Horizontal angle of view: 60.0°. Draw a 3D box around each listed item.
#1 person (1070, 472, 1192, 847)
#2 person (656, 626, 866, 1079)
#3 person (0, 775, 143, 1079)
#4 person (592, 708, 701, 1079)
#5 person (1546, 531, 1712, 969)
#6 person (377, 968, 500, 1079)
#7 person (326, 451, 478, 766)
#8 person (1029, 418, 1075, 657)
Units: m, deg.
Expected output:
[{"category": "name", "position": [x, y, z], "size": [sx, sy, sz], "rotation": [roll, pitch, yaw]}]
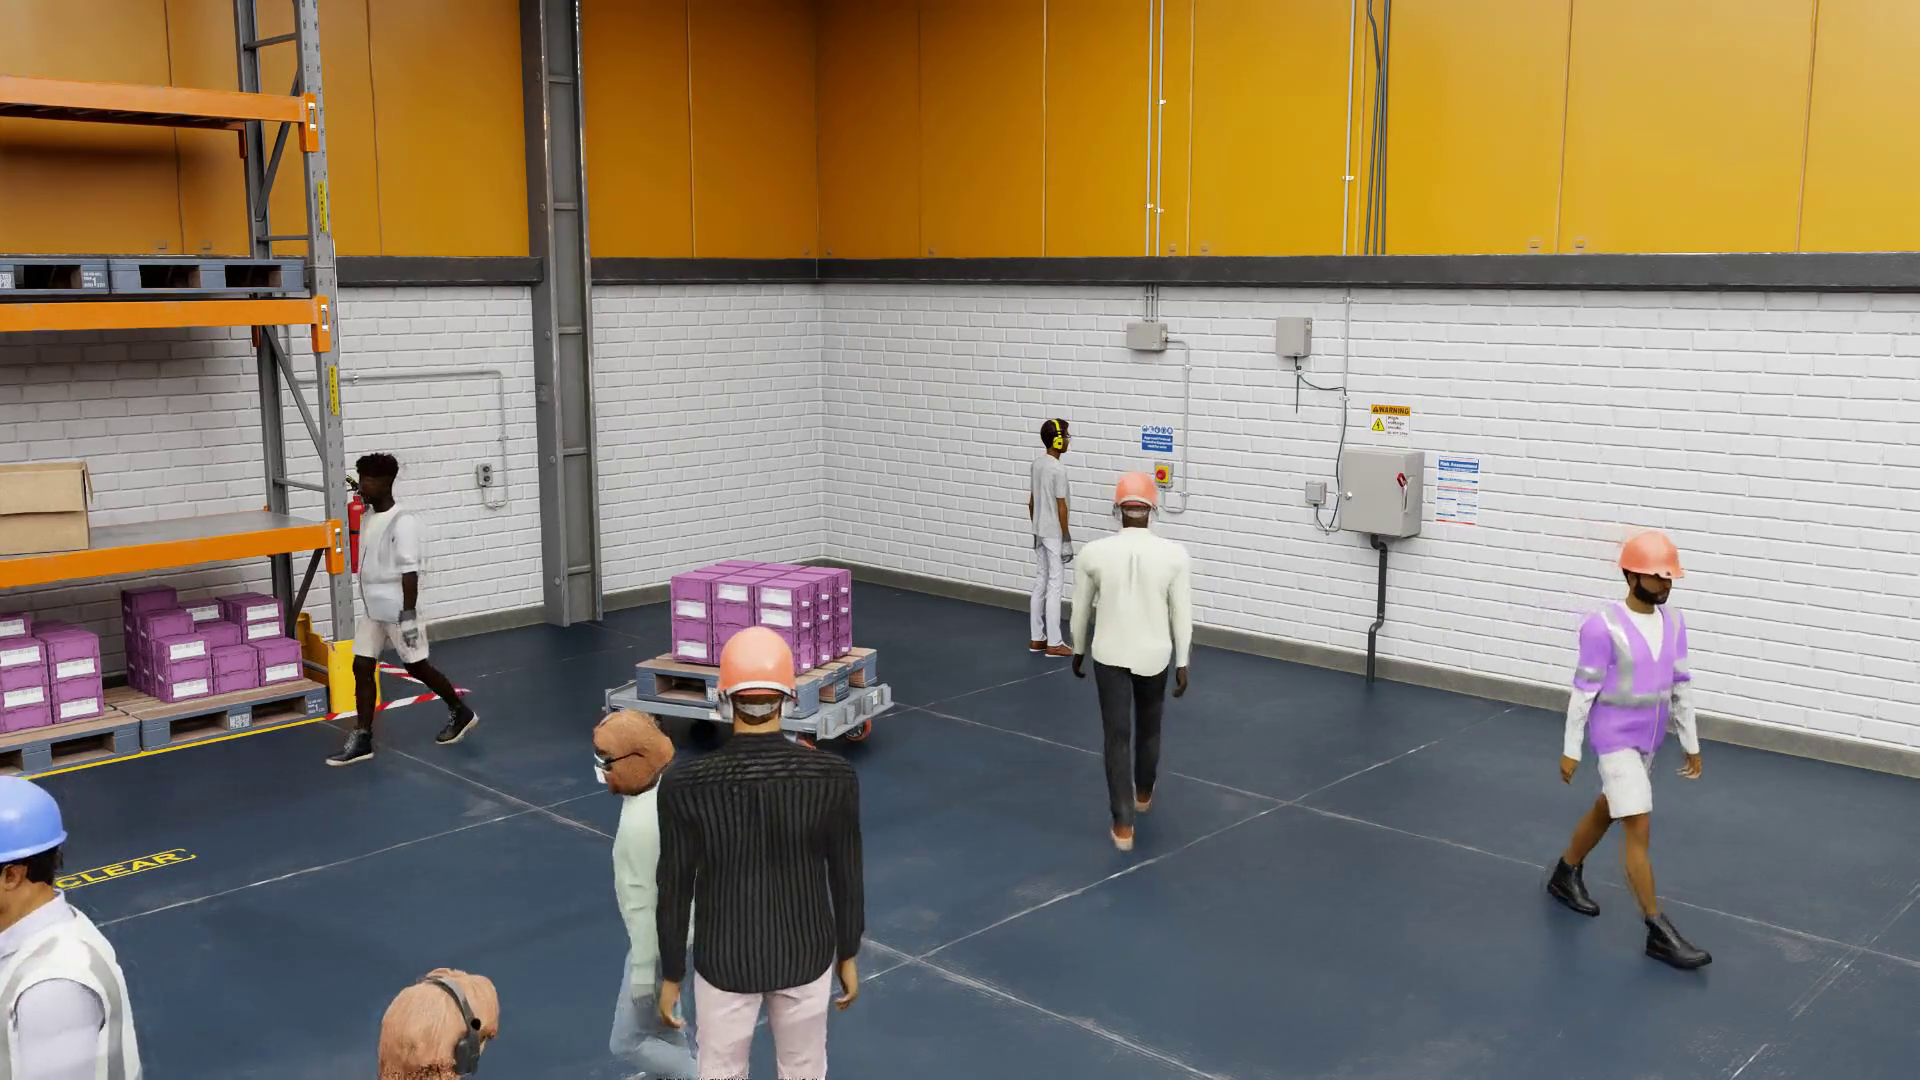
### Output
[{"category": "person", "position": [0.920, 0.599, 9.009], "size": [0.639, 1.947, 0.971], "rotation": [1, 9, 4]}, {"category": "person", "position": [-0.592, 1.242, 4.985], "size": [0.619, 2.000, 0.396], "rotation": [-2, 10, -13]}, {"category": "person", "position": [-2.019, 1.461, 3.786], "size": [0.655, 1.933, 0.626], "rotation": [-7, 11, -35]}, {"category": "person", "position": [-0.966, 1.338, 5.520], "size": [0.453, 1.606, 0.566], "rotation": [0, 9, -3]}, {"category": "person", "position": [3.019, 0.882, 7.502], "size": [0.581, 1.889, 0.998], "rotation": [-5, 10, -26]}, {"category": "person", "position": [-1.006, 1.676, 3.463], "size": [0.536, 1.617, 0.665], "rotation": [6, 11, 33]}, {"category": "person", "position": [-3.481, 0.397, 10.364], "size": [0.615, 1.928, 0.962], "rotation": [9, 13, 42]}, {"category": "person", "position": [0.731, -0.021, 13.072], "size": [0.329, 1.874, 0.518], "rotation": [-5, 10, -26]}]
